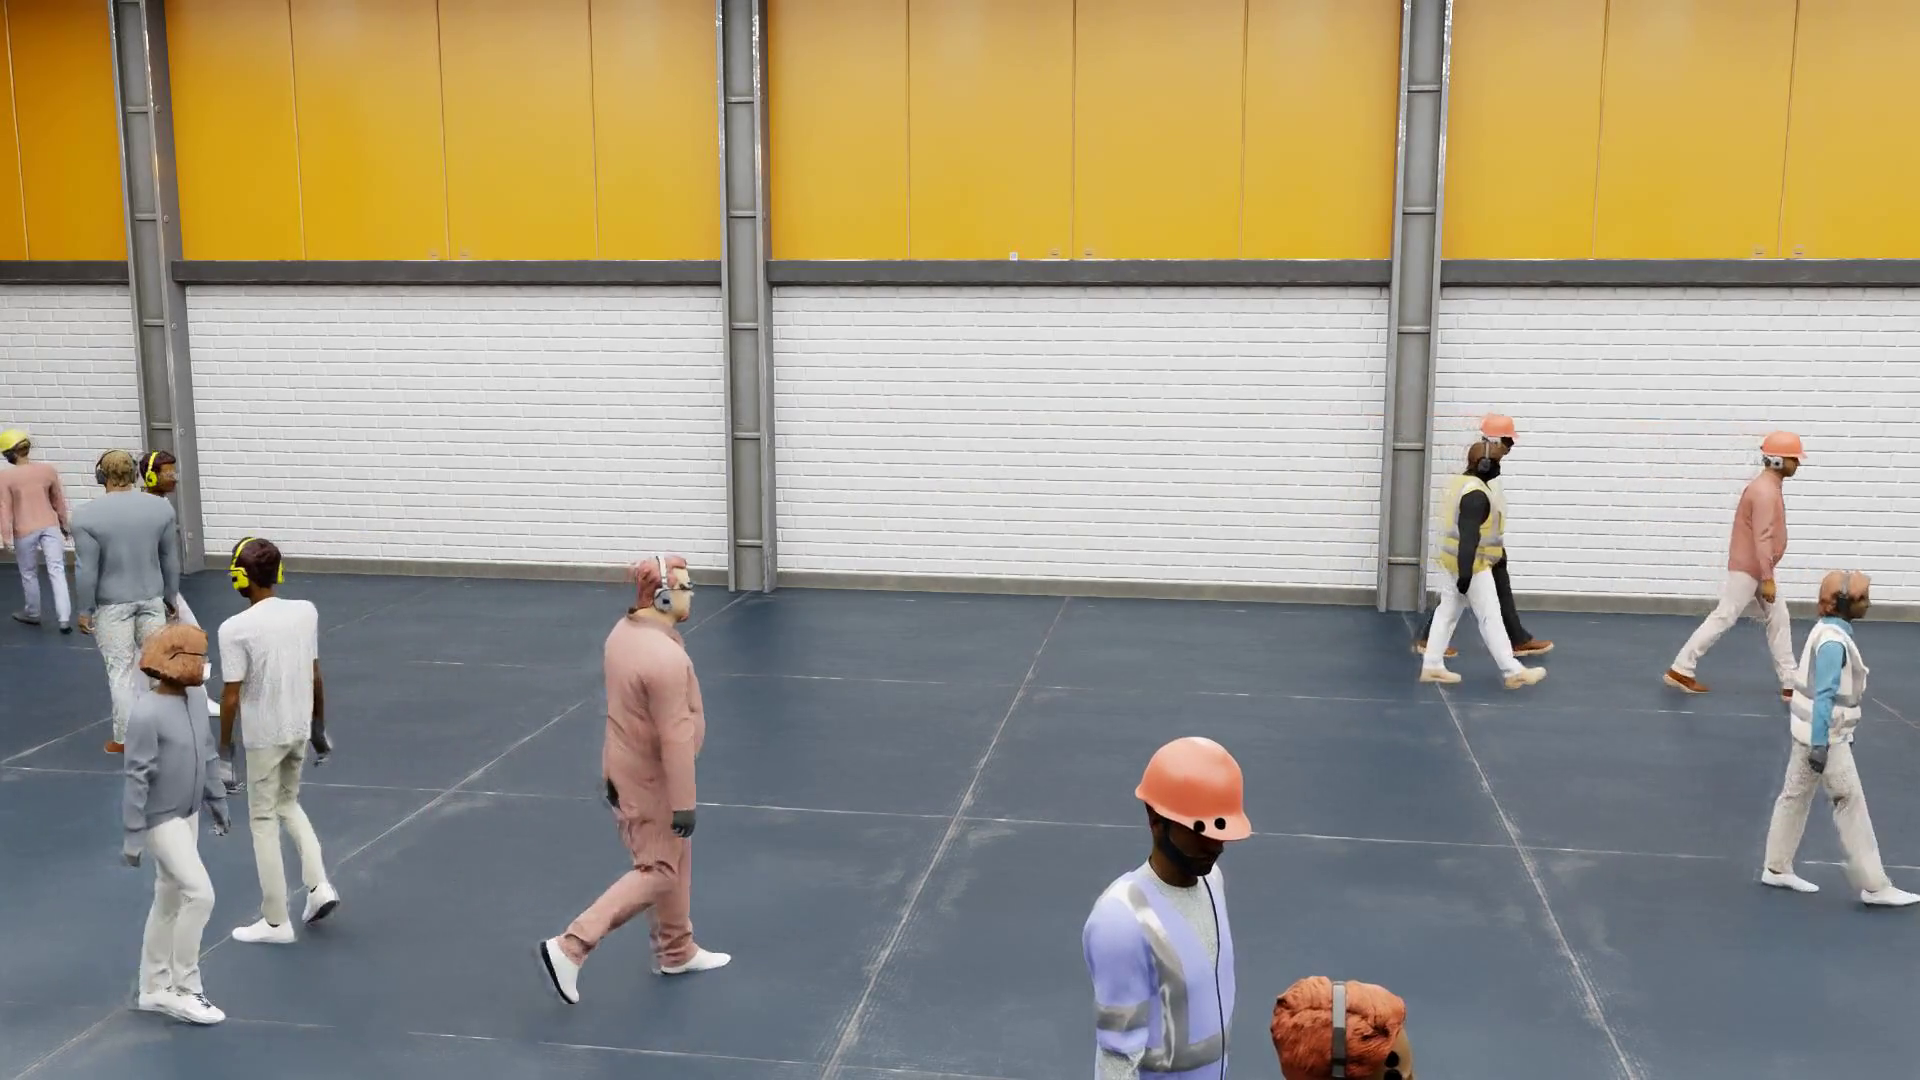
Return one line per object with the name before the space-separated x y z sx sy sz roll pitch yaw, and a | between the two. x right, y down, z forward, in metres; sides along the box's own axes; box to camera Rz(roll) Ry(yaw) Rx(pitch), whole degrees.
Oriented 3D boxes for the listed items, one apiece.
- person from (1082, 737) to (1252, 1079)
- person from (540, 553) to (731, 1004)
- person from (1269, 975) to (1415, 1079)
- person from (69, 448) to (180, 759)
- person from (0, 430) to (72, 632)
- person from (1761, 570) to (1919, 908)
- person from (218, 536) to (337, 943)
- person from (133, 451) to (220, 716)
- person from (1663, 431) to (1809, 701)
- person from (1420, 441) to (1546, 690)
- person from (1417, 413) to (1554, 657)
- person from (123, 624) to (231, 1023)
person | 0.524 1.418 4.086 0.376 1.931 0.542 6 11 33
person | -1.359 0.993 6.910 0.786 1.880 0.653 -4 10 -26
person | 0.606 1.647 2.827 0.353 1.883 0.572 1 9 5
person | -5.188 0.393 10.387 0.353 1.937 0.635 8 12 39
person | -7.769 -0.073 13.976 0.875 1.699 0.597 7 12 38
person | 4.267 0.948 7.938 0.758 1.606 0.541 4 10 23
person | -3.079 0.907 7.471 0.363 1.858 0.597 5 11 29
person | -5.230 0.331 11.056 0.735 1.842 0.496 0 9 3
person | 5.555 0.185 11.722 1.072 1.938 0.640 6 11 31
person | 3.827 0.185 12.096 0.920 1.797 0.648 1 9 7
person | 4.095 -0.021 12.951 1.048 1.935 0.649 2 9 13
person | -3.131 1.141 6.743 0.560 1.608 0.528 0 9 2
